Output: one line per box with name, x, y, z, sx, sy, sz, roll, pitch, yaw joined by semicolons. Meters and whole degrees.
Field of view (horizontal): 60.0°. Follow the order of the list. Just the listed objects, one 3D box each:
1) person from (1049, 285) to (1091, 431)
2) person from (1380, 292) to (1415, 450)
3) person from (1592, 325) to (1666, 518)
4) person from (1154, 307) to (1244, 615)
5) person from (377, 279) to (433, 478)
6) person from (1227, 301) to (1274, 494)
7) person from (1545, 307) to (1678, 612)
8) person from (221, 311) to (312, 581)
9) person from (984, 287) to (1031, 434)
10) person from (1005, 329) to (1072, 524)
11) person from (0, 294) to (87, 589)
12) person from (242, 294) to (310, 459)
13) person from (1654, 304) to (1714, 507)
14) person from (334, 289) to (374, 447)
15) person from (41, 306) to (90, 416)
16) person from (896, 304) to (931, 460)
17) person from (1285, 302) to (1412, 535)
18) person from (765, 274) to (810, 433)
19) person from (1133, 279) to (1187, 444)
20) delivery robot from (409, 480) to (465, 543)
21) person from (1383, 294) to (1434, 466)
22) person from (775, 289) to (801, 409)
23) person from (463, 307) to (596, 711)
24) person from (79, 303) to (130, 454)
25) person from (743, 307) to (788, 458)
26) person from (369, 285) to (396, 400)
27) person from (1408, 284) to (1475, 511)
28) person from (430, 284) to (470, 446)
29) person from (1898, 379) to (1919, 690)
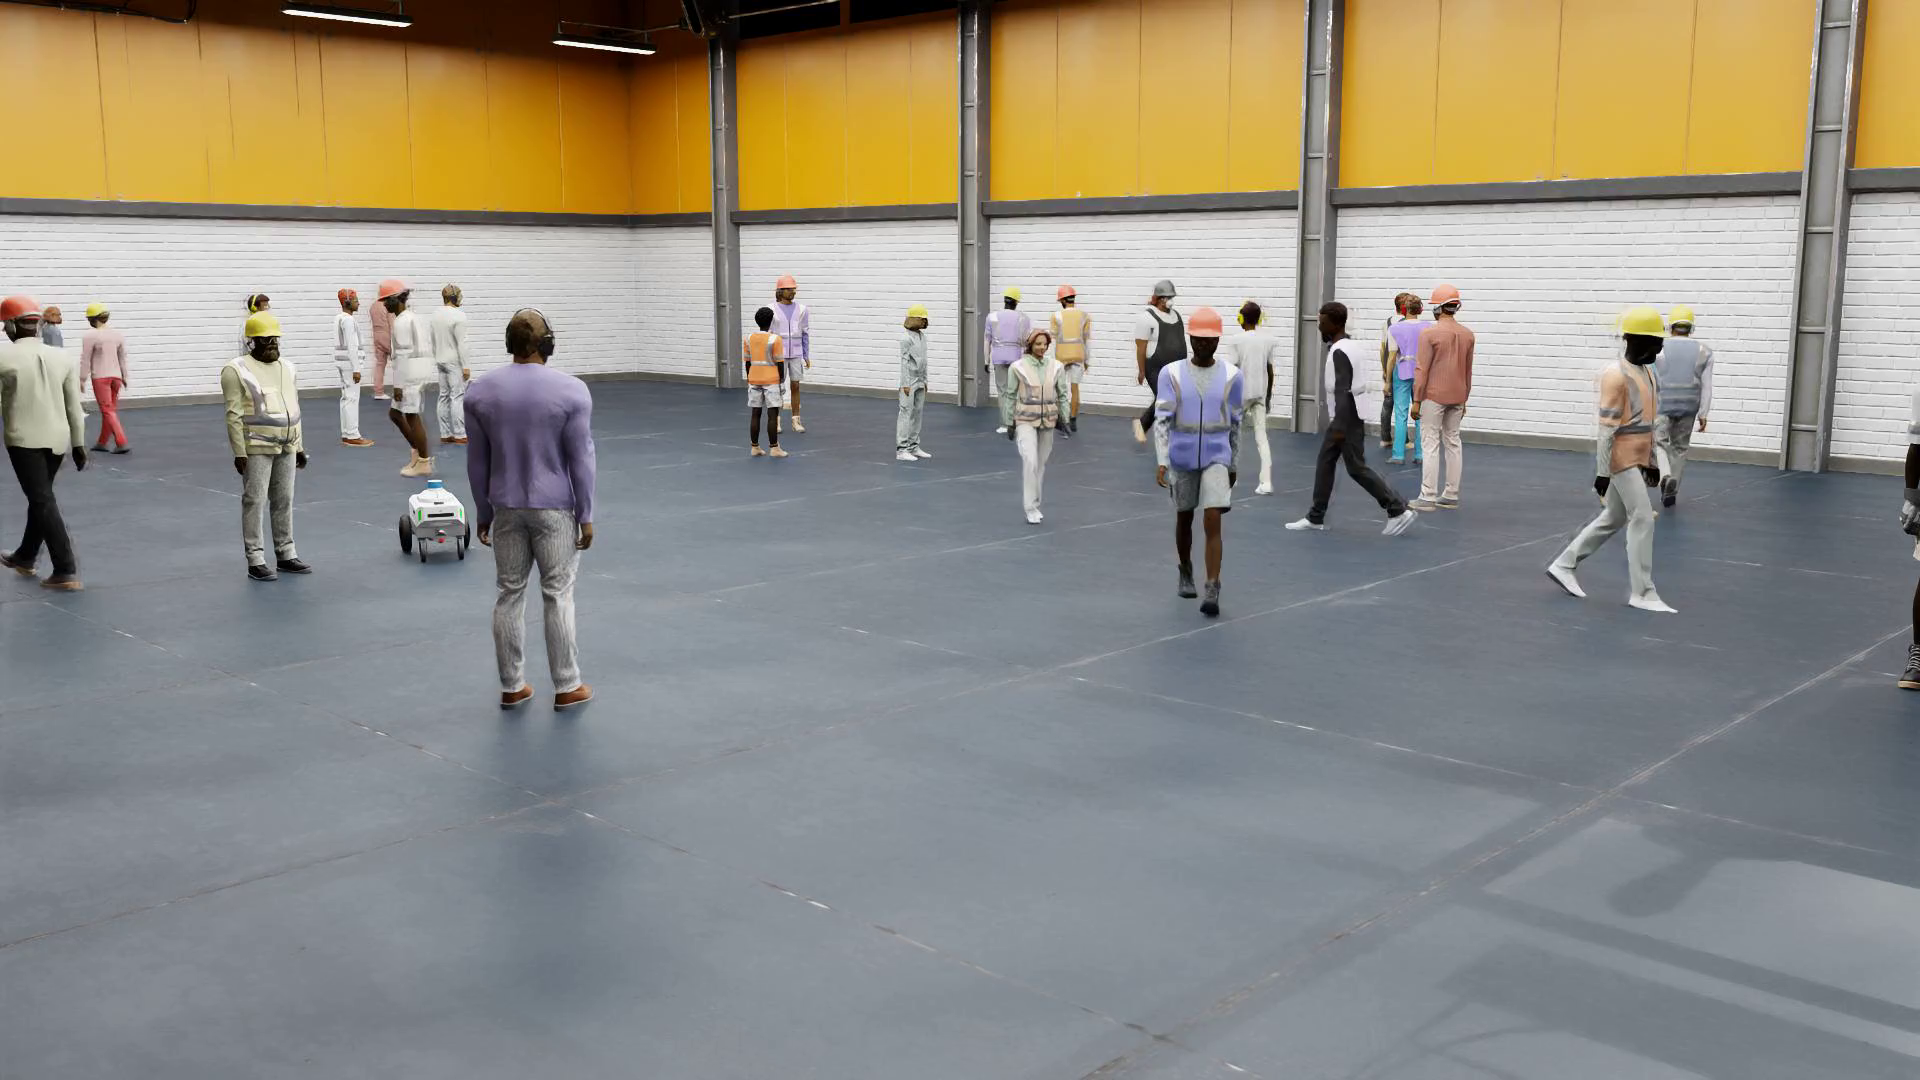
person;1.431;-2.397;21.896;0.555;1.910;0.632;-1;9;-6
person;5.166;-1.980;19.551;0.326;1.843;0.516;-6;11;-33
person;5.687;-1.005;14.067;0.467;1.680;0.539;2;10;15
person;1.491;-0.508;10.408;0.556;1.892;0.983;1;9;6
person;-5.606;-1.625;16.830;0.496;2.015;0.640;-2;9;-11
person;2.770;-1.361;15.867;0.539;1.815;0.997;-2;10;-13
person;4.145;-0.519;10.498;0.875;1.905;0.595;7;12;37
person;-4.737;-0.646;11.412;0.403;1.833;0.586;5;10;26
person;0.597;-2.328;21.578;0.584;1.884;0.723;-1;9;-9
person;0.677;-0.943;13.879;0.522;1.612;0.686;-4;10;-21
person;-6.270;-0.656;11.127;1.015;1.941;0.618;4;10;23
person;-7.475;-1.731;18.022;0.819;1.837;0.570;0;9;0
person;6.293;-1.164;14.639;0.602;1.816;0.696;2;9;12
person;-7.287;-2.056;19.899;0.346;1.882;0.584;-6;11;-32
person;-12.923;-2.516;23.609;0.505;1.600;0.832;8;12;40
person;-0.491;-1.754;18.511;0.340;1.735;0.483;5;10;28
person;3.150;-0.967;13.299;0.942;1.873;0.643;2;10;14
person;-2.231;-2.396;21.480;0.615;2.047;0.357;-3;10;-20
person;2.337;-2.080;19.568;0.687;2.000;0.879;-8;12;-40
delivery robot;-3.874;-0.201;12.302;0.477;0.478;0.707;-4;10;-22
person;4.851;-1.717;17.932;0.563;1.847;0.390;-2;9;-12
person;-2.662;-2.896;25.178;0.429;1.843;0.633;-7;12;-38
person;-2.045;-0.137;7.973;0.629;1.939;0.372;1;9;8
person;-9.838;-1.850;19.087;0.746;1.733;0.544;4;10;21
person;-2.179;-1.763;18.664;0.541;1.698;0.315;5;11;29
person;-9.249;-3.218;27.026;0.673;1.877;0.732;7;11;35
person;4.238;-1.248;14.653;0.619;1.989;0.396;-5;10;-26
person;-6.097;-2.095;19.970;0.629;1.939;0.374;7;12;38
person;5.031;-0.204;8.288;0.607;1.966;0.366;5;11;29
